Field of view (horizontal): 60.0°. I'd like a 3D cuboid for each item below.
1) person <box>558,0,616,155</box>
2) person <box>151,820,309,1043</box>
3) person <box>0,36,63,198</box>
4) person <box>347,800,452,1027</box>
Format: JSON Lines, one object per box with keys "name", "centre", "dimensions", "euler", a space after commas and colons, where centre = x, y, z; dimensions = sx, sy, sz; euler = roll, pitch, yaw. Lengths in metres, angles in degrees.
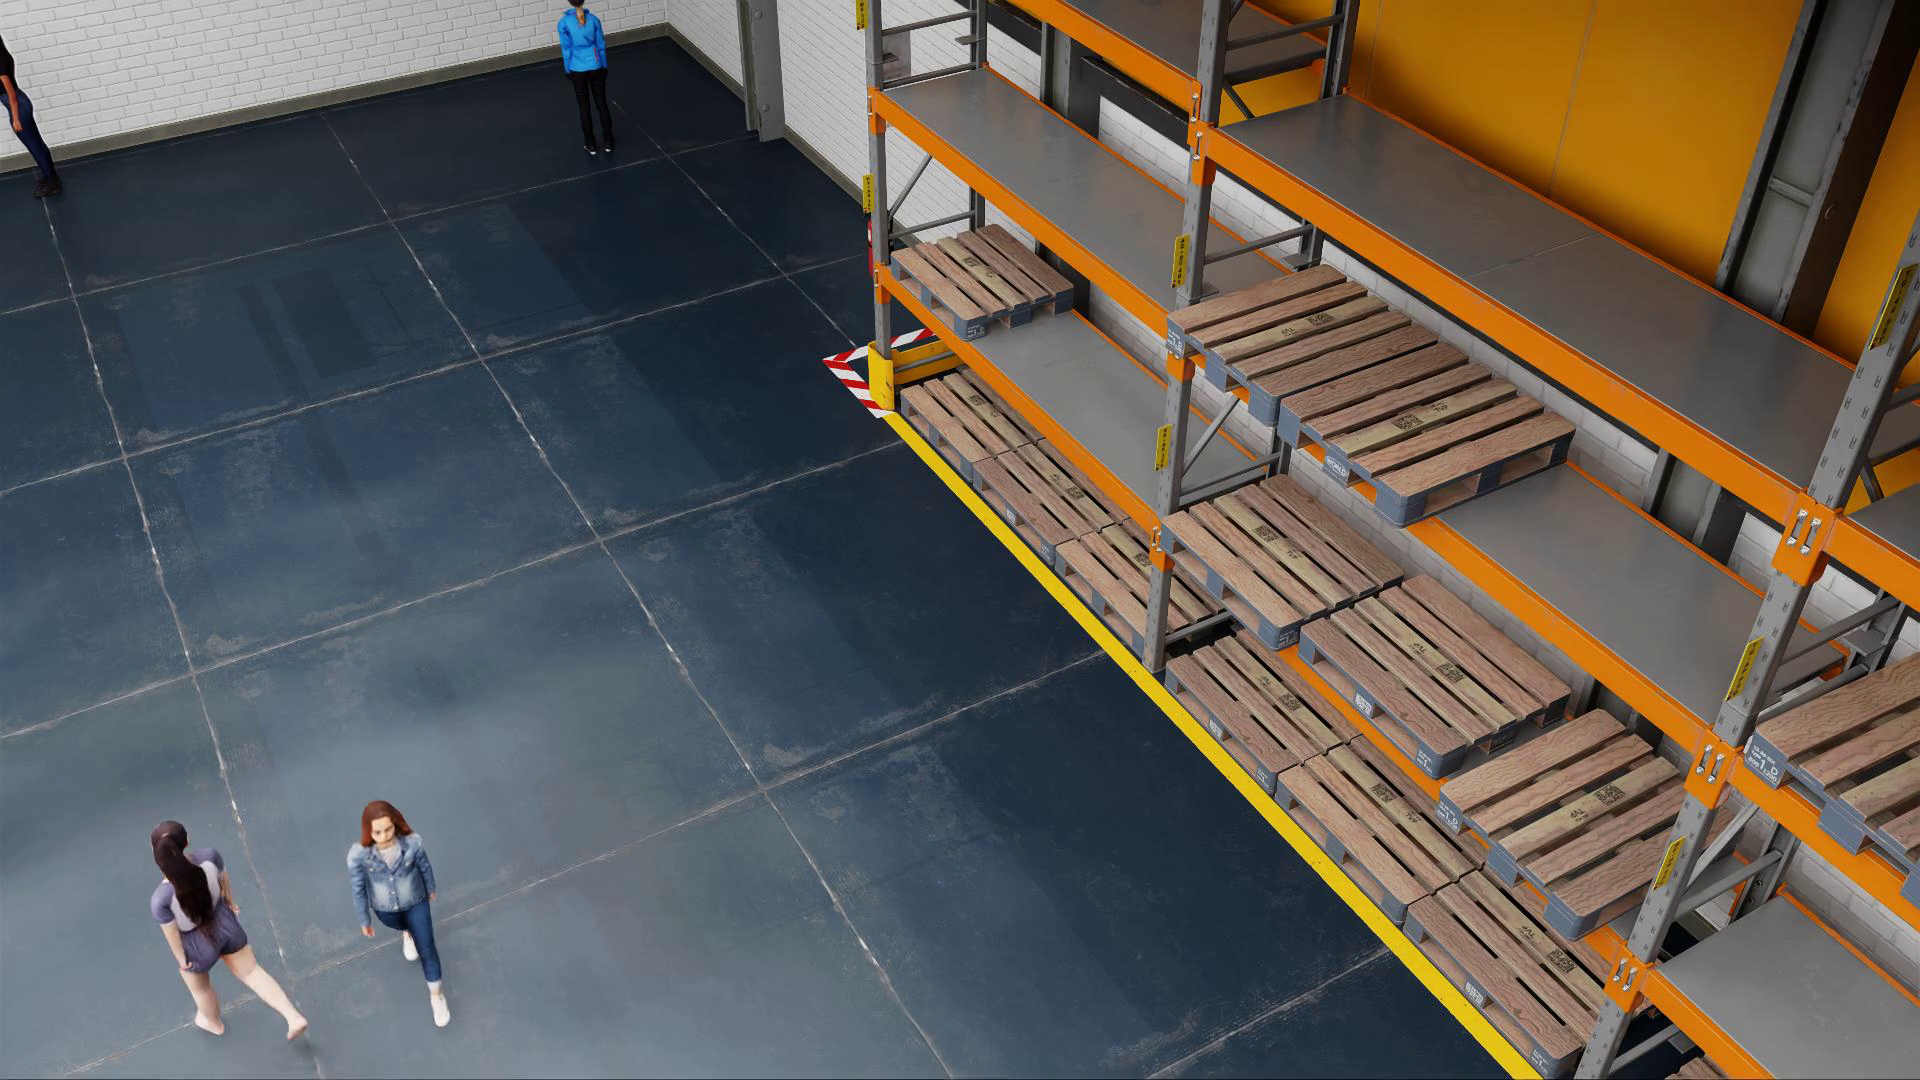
{"name": "person", "centre": [-3.950, -4.977, 17.613], "dimensions": [0.661, 1.807, 0.594], "euler": [-11, 40, -13]}
{"name": "person", "centre": [-3.920, 2.142, 8.847], "dimensions": [1.054, 1.624, 0.891], "euler": [18, 42, 21]}
{"name": "person", "centre": [-9.540, -4.345, 16.877], "dimensions": [0.674, 1.738, 0.530], "euler": [-11, 40, -14]}
{"name": "person", "centre": [-3.129, 1.946, 9.236], "dimensions": [0.705, 1.443, 1.045], "euler": [-12, 40, -15]}
